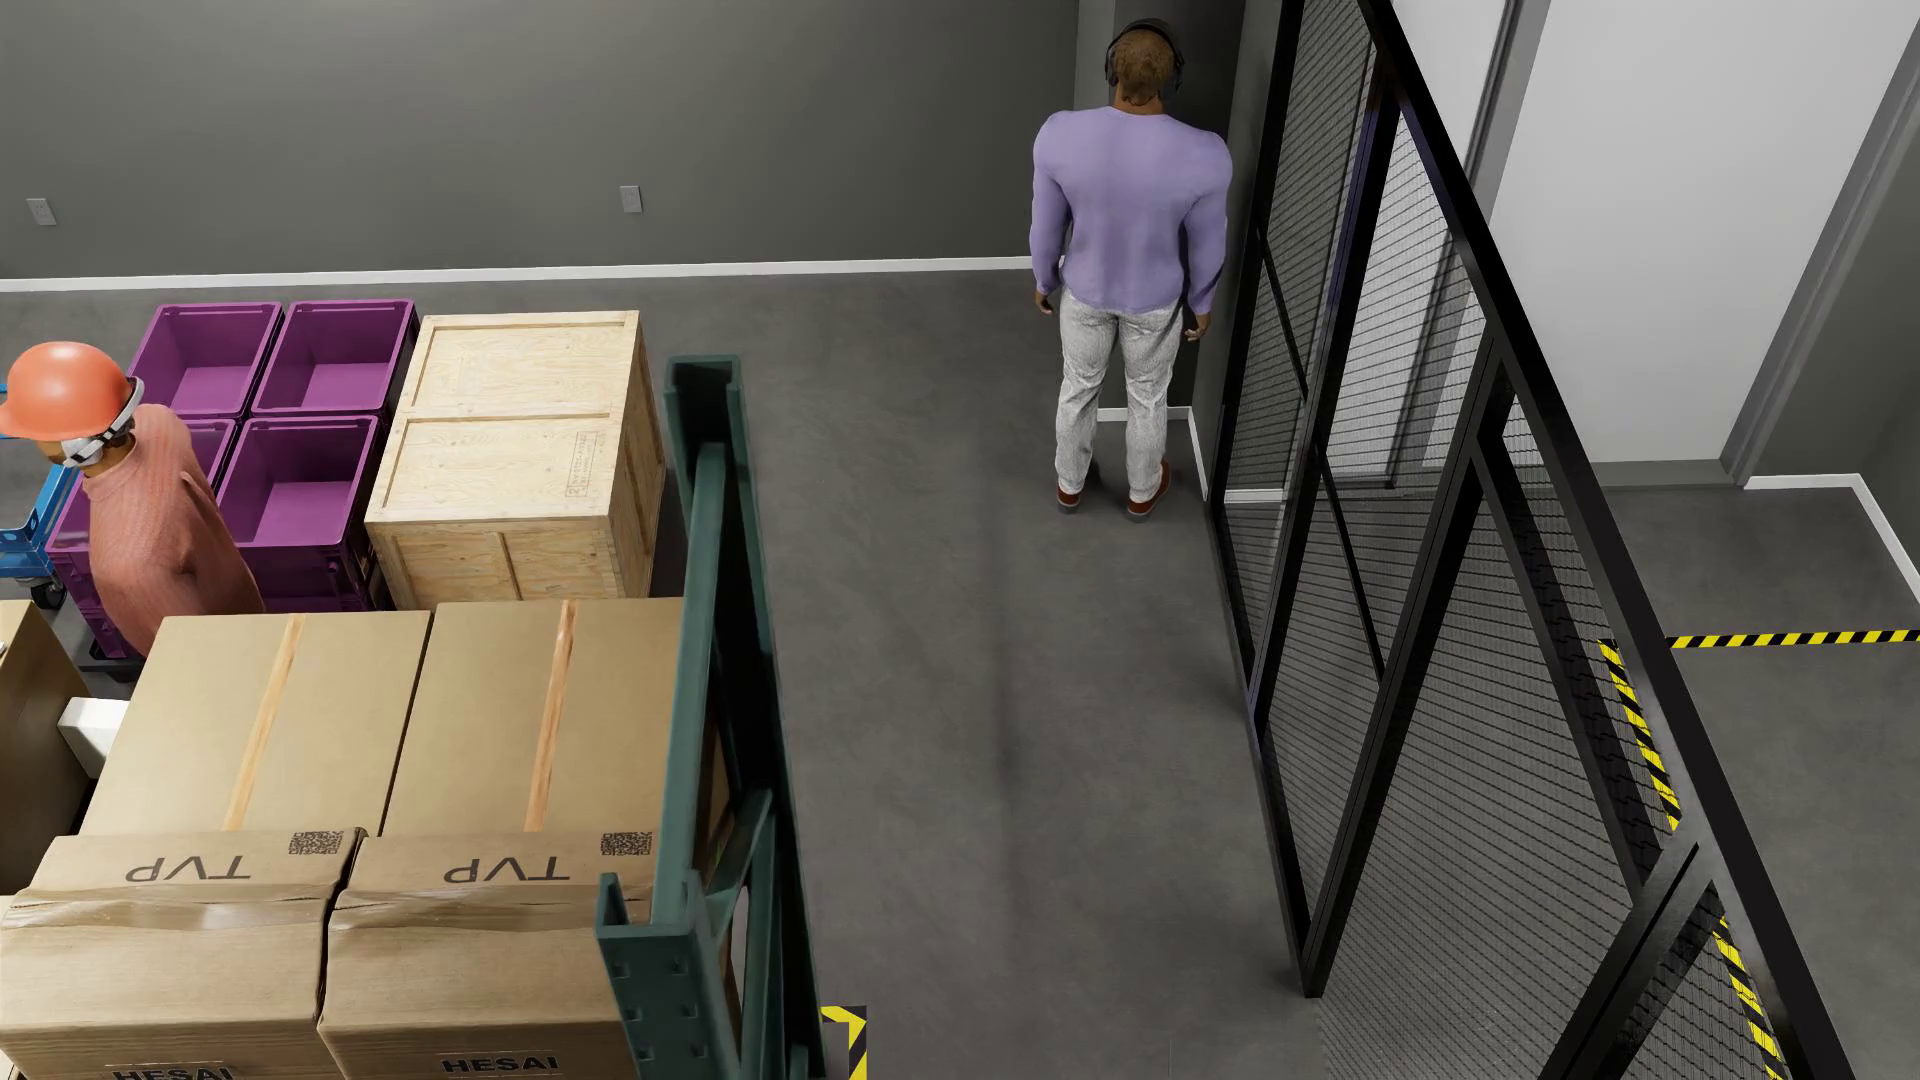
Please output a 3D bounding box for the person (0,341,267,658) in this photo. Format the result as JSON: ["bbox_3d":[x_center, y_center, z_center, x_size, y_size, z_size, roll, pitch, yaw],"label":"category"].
[{"bbox_3d":[-2.044,0.260,4.469,0.378,1.996,0.610,-12,47,-11],"label":"person"}]

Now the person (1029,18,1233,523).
[{"bbox_3d":[0.547,-0.839,5.557,0.637,1.938,0.357,10,47,9],"label":"person"}]
